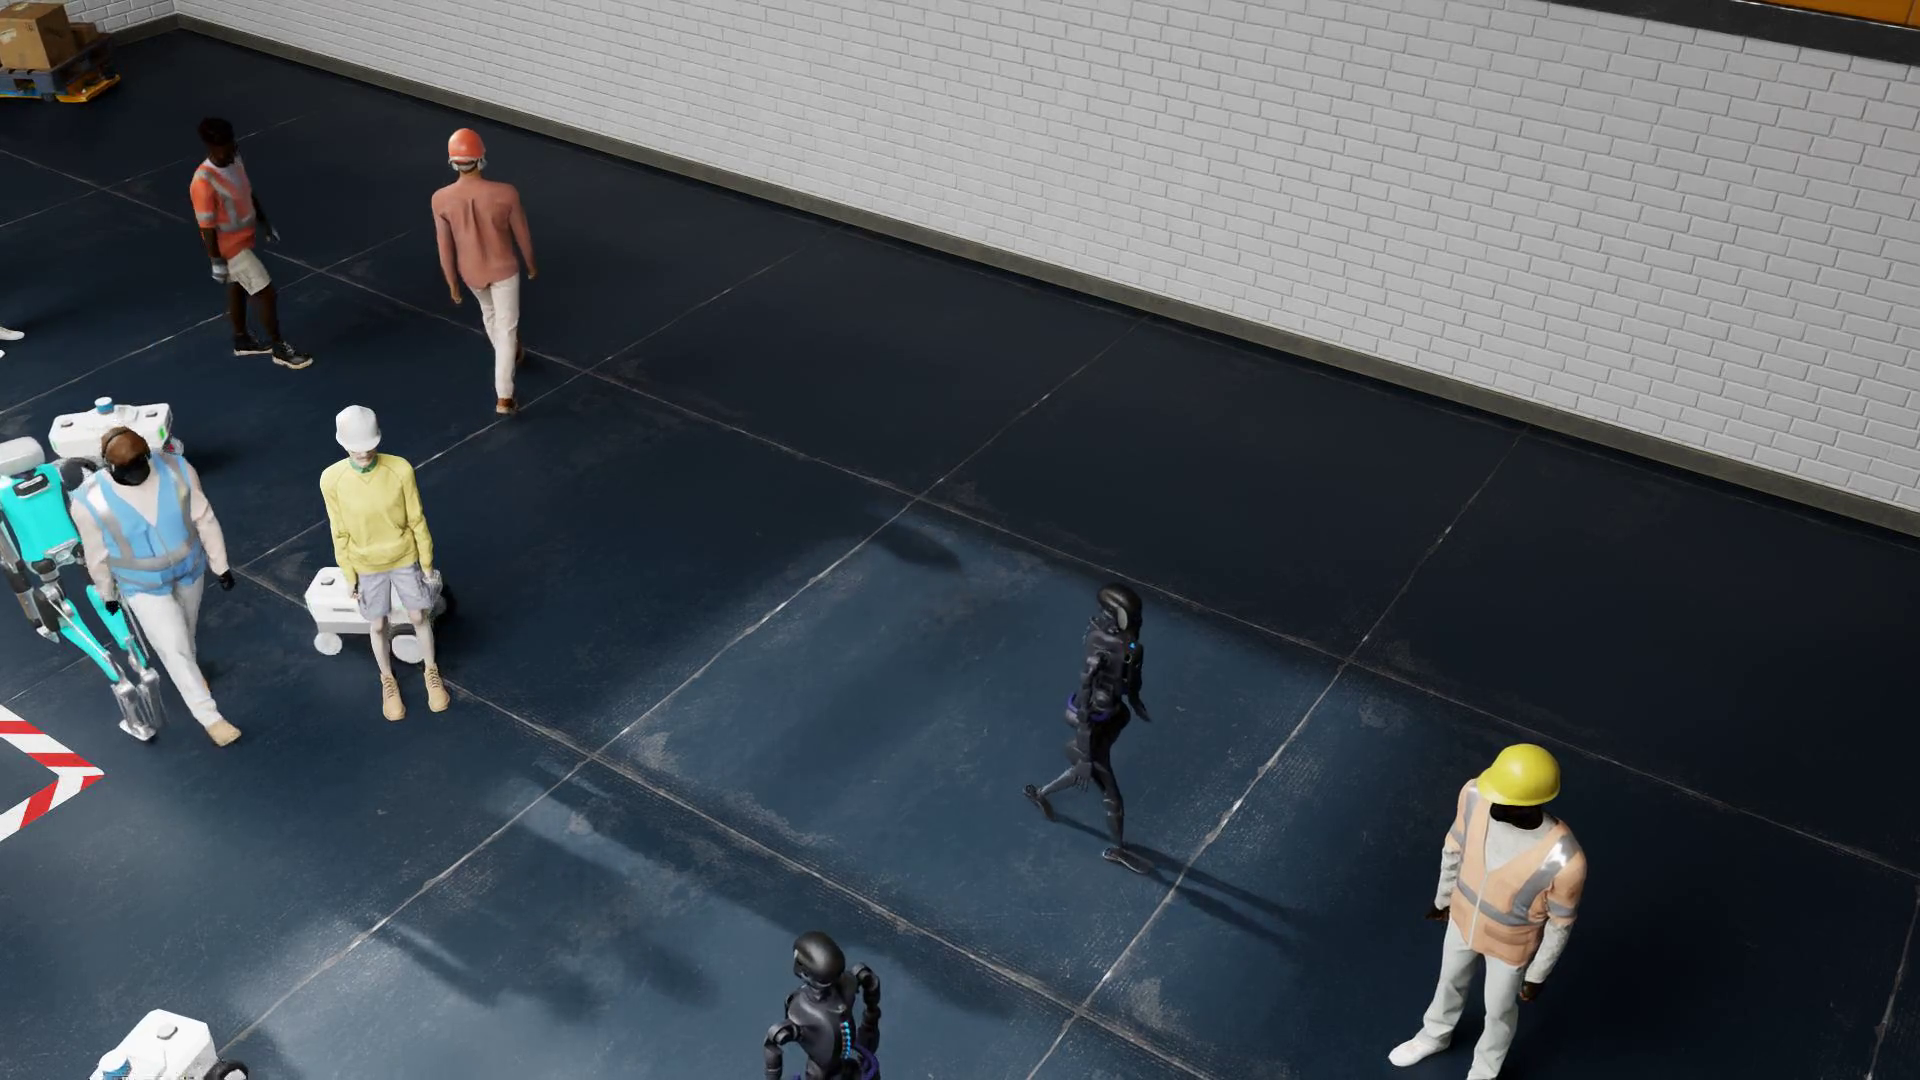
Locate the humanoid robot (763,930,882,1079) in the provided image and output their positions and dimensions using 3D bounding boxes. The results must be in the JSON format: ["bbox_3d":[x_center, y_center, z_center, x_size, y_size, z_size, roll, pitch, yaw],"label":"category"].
[{"bbox_3d":[-0.539,2.039,6.136,0.601,1.643,0.594,-30,45,-35],"label":"humanoid robot"}]

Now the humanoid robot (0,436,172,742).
[{"bbox_3d":[-4.411,0.402,8.500,0.778,1.873,0.530,25,42,31],"label":"humanoid robot"}]

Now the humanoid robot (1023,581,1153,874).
[{"bbox_3d":[0.633,0.837,7.895,0.768,1.646,0.596,19,39,25],"label":"humanoid robot"}]

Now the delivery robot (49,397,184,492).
[{"bbox_3d":[-5.584,-0.646,10.953,0.802,0.613,0.499,-8,36,-12],"label":"delivery robot"}]

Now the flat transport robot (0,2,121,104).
[{"bbox_3d":[-9.414,-4.677,16.947,1.431,0.231,0.659,4,35,6],"label":"flat transport robot"}]

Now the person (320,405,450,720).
[{"bbox_3d":[-3.001,0.109,8.709,0.485,1.888,0.403,-12,37,-17],"label":"person"}]

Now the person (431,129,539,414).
[{"bbox_3d":[-3.249,-1.861,11.466,0.605,1.949,1.018,0,35,1],"label":"person"}]

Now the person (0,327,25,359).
[{"bbox_3d":[-7.288,-2.221,12.042,0.328,1.872,0.507,1,35,1],"label":"person"}]

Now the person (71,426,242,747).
[{"bbox_3d":[-4.120,0.197,8.651,0.915,1.787,0.634,29,44,34],"label":"person"}]

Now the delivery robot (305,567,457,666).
[{"bbox_3d":[-3.287,0.379,9.488,0.797,0.613,0.499,1,35,2],"label":"delivery robot"}]

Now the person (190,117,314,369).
[{"bbox_3d":[-5.080,-2.105,11.831,0.764,1.921,0.619,-2,35,-4],"label":"person"}]

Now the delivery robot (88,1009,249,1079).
[{"bbox_3d":[-3.336,2.290,6.754,0.499,0.609,0.805,11,36,15],"label":"delivery robot"}]

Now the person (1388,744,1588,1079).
[{"bbox_3d":[2.114,1.544,6.615,0.380,1.923,0.587,-22,40,-28],"label":"person"}]
